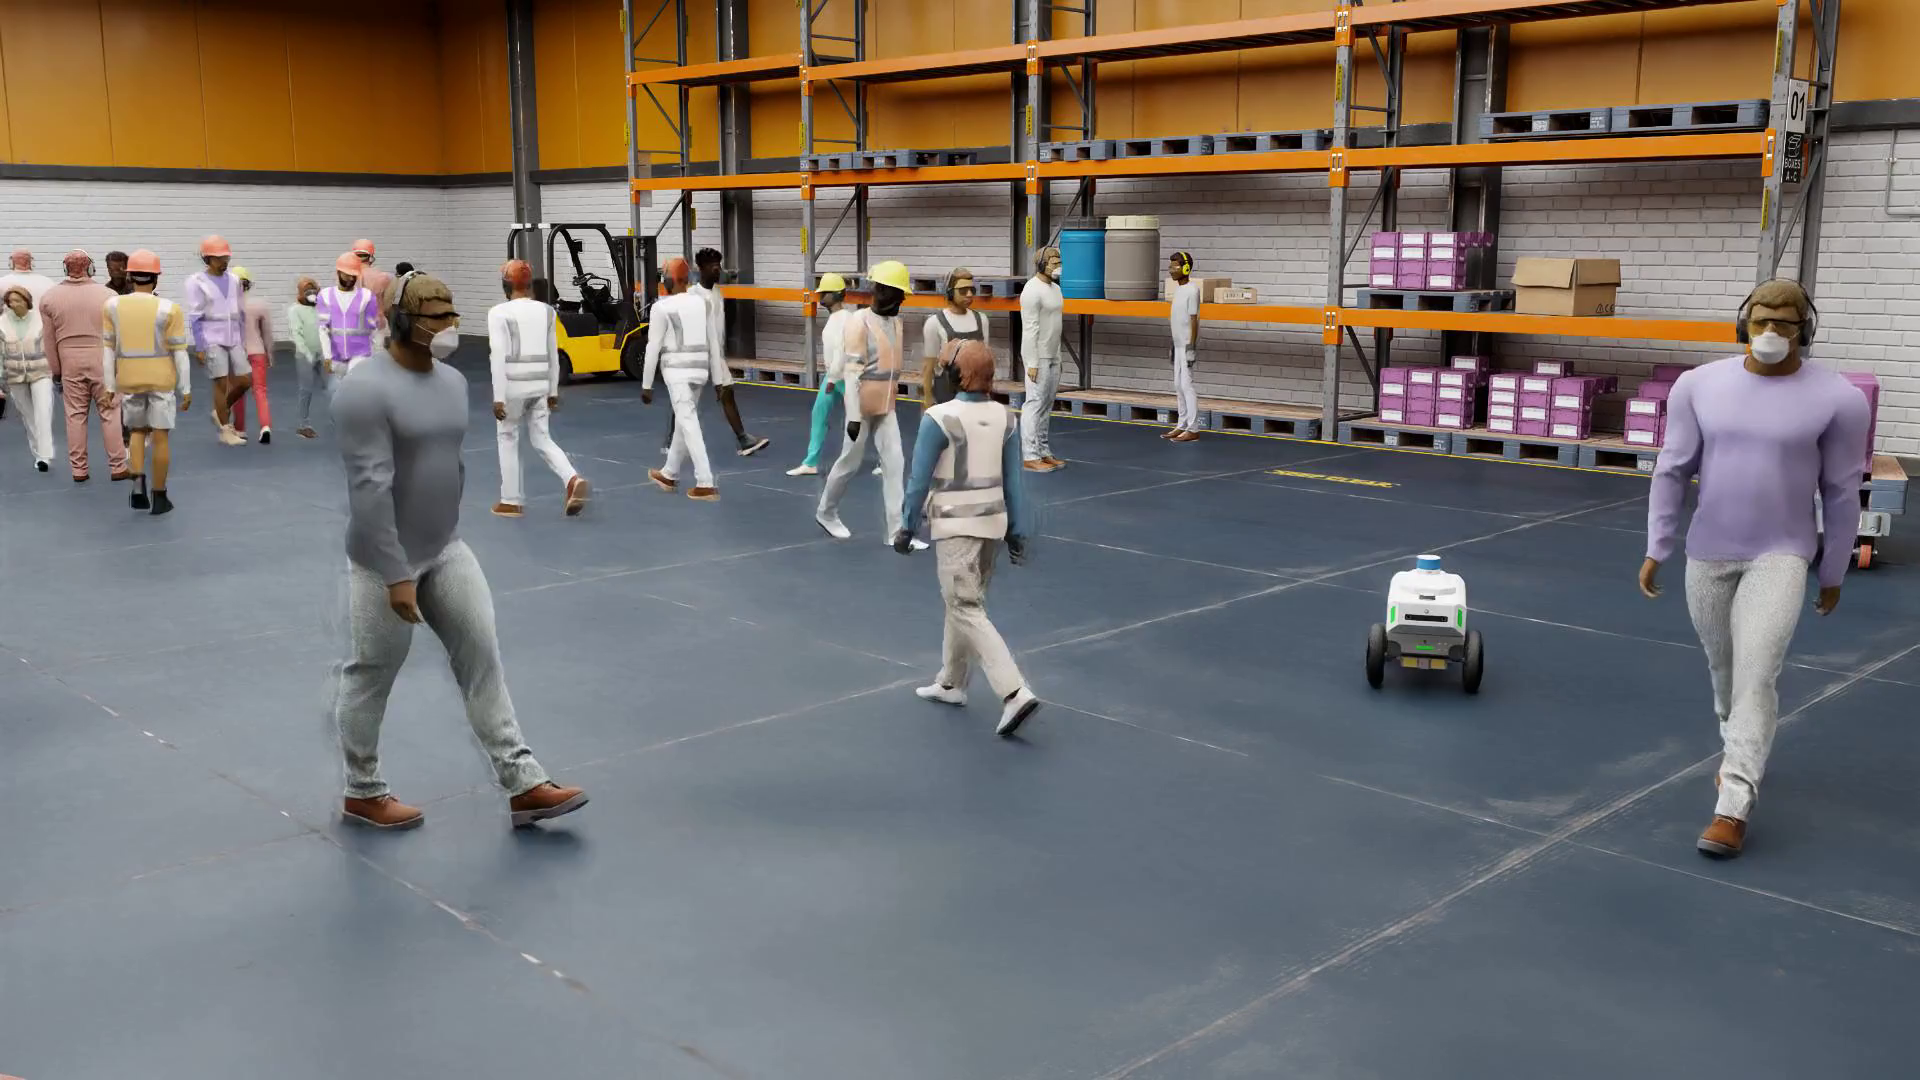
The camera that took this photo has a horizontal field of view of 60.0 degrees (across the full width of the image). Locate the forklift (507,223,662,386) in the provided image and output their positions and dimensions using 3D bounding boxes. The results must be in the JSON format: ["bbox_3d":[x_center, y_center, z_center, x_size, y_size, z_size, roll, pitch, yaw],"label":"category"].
[{"bbox_3d":[-5.316,-3.263,22.920,2.313,2.155,1.214,-10,14,-44],"label":"forklift"}]

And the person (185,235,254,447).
[{"bbox_3d":[-7.123,-1.909,15.987,0.533,2.024,0.622,6,12,29],"label":"person"}]

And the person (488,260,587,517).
[{"bbox_3d":[-3.045,-1.059,11.847,0.796,1.861,0.585,8,13,37],"label":"person"}]

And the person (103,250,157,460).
[{"bbox_3d":[-7.623,-1.701,15.244,0.599,1.892,0.761,-4,11,-21],"label":"person"}]

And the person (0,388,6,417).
[{"bbox_3d":[-10.977,-2.271,18.425,0.855,1.875,0.655,8,13,39],"label":"person"}]

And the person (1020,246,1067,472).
[{"bbox_3d":[0.707,-1.550,14.298,0.362,1.936,0.627,5,11,24],"label":"person"}]

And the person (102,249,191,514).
[{"bbox_3d":[-5.893,-1.143,12.095,0.583,1.923,0.396,-1,10,-8],"label":"person"}]

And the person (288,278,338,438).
[{"bbox_3d":[-6.370,-1.791,16.532,0.745,1.598,0.515,6,12,31],"label":"person"}]

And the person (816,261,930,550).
[{"bbox_3d":[-0.620,-0.887,10.882,0.956,1.867,0.615,8,13,36],"label":"person"}]

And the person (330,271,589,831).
[{"bbox_3d":[-1.727,0.076,5.509,0.955,1.894,0.646,4,11,22],"label":"person"}]

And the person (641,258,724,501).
[{"bbox_3d":[-2.211,-1.239,12.832,0.941,1.839,0.606,9,13,39],"label":"person"}]

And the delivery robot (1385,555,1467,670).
[{"bbox_3d":[2.145,0.312,7.641,0.477,0.478,0.707,3,11,16],"label":"delivery robot"}]

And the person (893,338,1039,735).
[{"bbox_3d":[0.076,-0.029,6.880,0.805,1.609,0.502,10,14,44],"label":"person"}]

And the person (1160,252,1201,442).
[{"bbox_3d":[2.200,-1.900,16.407,0.319,1.860,0.516,-2,11,-13],"label":"person"}]

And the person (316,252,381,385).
[{"bbox_3d":[-5.742,-1.768,15.680,0.533,1.877,1.035,-1,10,-7],"label":"person"}]

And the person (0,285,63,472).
[{"bbox_3d":[-7.948,-1.362,14.193,0.506,1.589,0.892,-3,11,-18],"label":"person"}]

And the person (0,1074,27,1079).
[{"bbox_3d":[-0.786,0.940,1.165,0.525,1.770,0.306,-3,11,-17],"label":"person"}]

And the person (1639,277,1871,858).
[{"bbox_3d":[2.721,0.050,5.715,0.636,1.894,1.031,9,14,40],"label":"person"}]

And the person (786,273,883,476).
[{"bbox_3d":[-0.965,-1.389,14.008,0.934,1.717,0.521,-4,11,-20],"label":"person"}]

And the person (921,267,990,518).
[{"bbox_3d":[-0.065,-0.986,11.576,0.519,1.816,0.887,-8,13,-37],"label":"person"}]

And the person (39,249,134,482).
[{"bbox_3d":[-7.157,-1.429,13.689,0.641,1.913,0.407,-2,11,-11],"label":"person"}]

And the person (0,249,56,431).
[{"bbox_3d":[-9.743,-2.074,17.331,0.674,1.870,0.891,-10,14,-43],"label":"person"}]

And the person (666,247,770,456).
[{"bbox_3d":[-2.277,-1.704,15.195,1.042,1.904,0.625,5,11,24],"label":"person"}]

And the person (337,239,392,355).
[{"bbox_3d":[-6.746,-2.432,19.008,0.633,1.971,0.734,-1,10,-6],"label":"person"}]

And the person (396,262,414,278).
[{"bbox_3d":[-7.030,-2.664,21.029,0.593,1.674,0.558,1,10,6],"label":"person"}]

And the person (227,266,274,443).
[{"bbox_3d":[-6.995,-1.818,16.320,0.538,1.726,0.894,-7,13,-35],"label":"person"}]
